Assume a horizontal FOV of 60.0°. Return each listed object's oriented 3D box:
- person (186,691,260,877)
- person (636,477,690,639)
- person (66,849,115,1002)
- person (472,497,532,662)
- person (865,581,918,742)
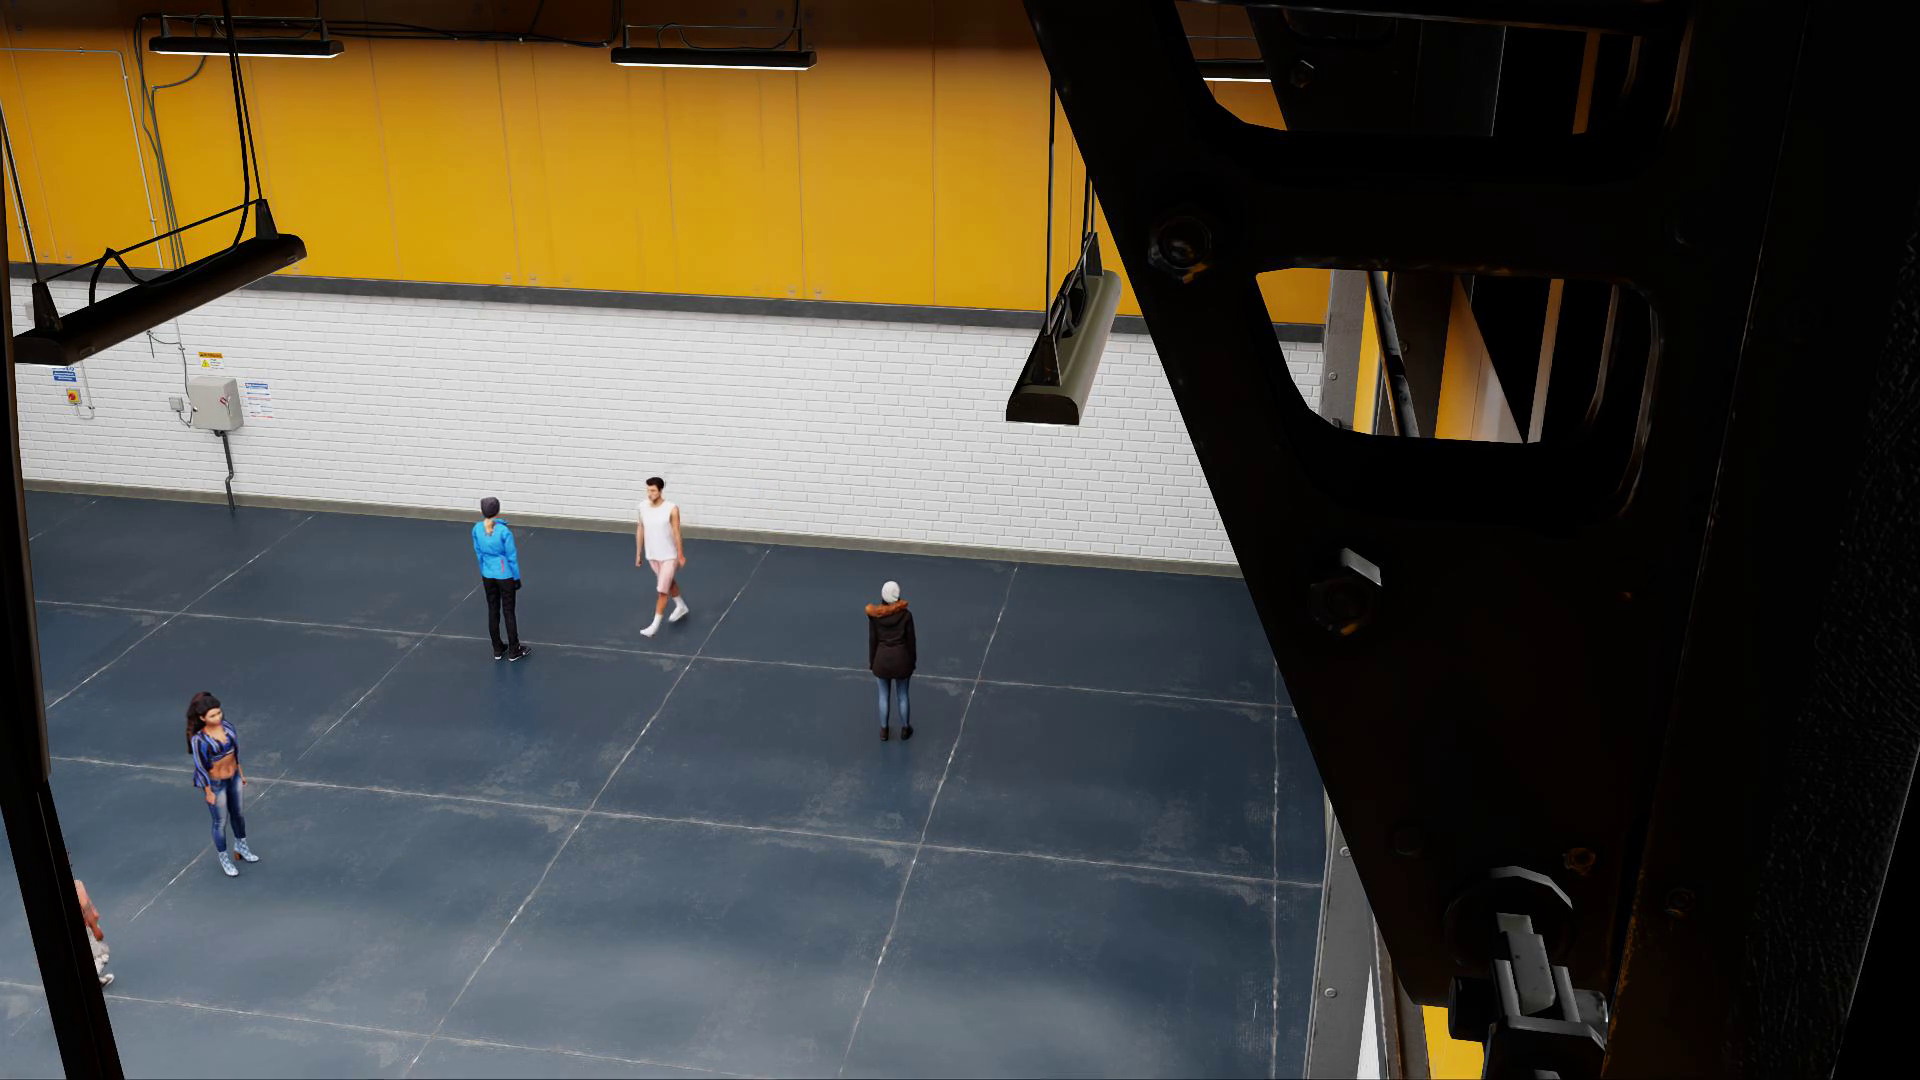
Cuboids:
[{"bbox_3d":[-6.057,1.990,13.653,0.716,1.616,0.566,10,26,22],"label":"person"},{"bbox_3d":[-3.125,0.138,17.739,0.884,1.737,1.196,12,26,25],"label":"person"},{"bbox_3d":[-6.450,2.838,12.106,0.565,1.301,0.689,7,25,16],"label":"person"},{"bbox_3d":[-4.739,0.392,17.085,0.645,1.795,0.561,8,25,17],"label":"person"},{"bbox_3d":[-0.631,1.127,15.605,0.666,1.634,0.657,0,24,1],"label":"person"}]
